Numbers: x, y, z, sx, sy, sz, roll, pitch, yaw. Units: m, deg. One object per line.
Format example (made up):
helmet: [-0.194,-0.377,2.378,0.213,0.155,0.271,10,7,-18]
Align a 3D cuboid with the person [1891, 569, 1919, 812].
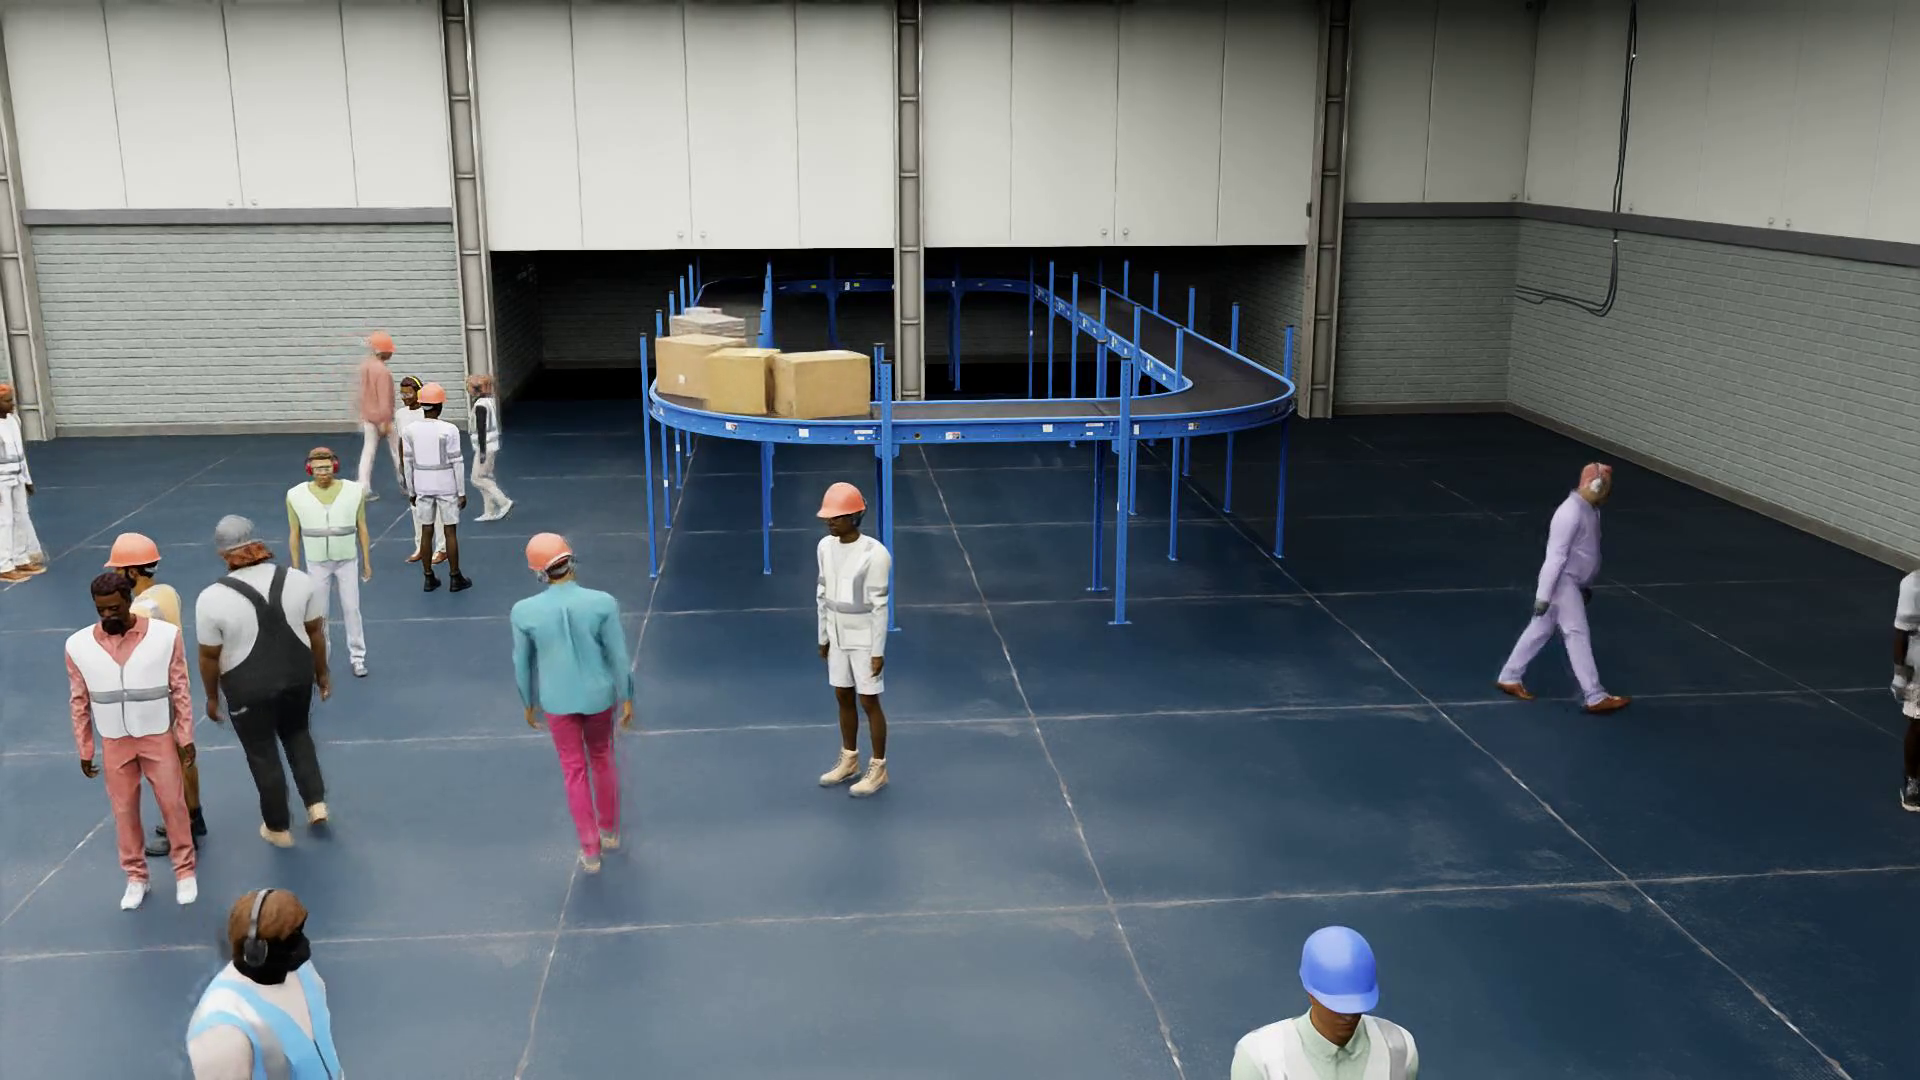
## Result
person: [6.064,0.776,10.281,0.641,1.923,0.474,1,14,6]

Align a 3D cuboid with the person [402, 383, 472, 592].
person: [-4.803,-0.481,15.289,0.551,1.934,0.373,1,14,5]

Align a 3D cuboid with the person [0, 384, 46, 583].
person: [-8.968,-0.543,15.648,0.343,1.878,0.586,1,14,4]

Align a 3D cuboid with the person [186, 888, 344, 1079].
person: [-2.326,2.012,5.545,0.594,1.824,0.638,1,14,6]

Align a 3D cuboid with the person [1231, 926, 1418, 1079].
person: [1.093,2.068,5.068,0.605,1.948,0.384,-3,14,-13]

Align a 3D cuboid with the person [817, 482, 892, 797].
person: [-0.707,0.631,10.657,0.607,2.039,0.399,12,19,41]

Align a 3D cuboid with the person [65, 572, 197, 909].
person: [-4.517,1.081,9.111,0.599,1.907,0.400,-4,15,-17]

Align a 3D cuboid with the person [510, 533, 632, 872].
person: [-2.251,0.914,9.678,0.644,1.950,0.725,-5,15,-19]

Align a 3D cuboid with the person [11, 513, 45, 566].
person: [-9.363,-0.576,15.937,0.655,1.800,0.936,13,19,41]

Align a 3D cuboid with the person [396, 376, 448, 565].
person: [-5.265,-0.675,16.236,0.504,1.861,0.329,4,15,17]

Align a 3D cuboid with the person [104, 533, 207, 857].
person: [-4.731,0.901,9.759,0.373,1.934,0.551,-2,14,-9]

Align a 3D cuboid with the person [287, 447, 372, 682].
person: [-4.865,0.170,12.889,0.573,1.839,0.389,-6,15,-23]

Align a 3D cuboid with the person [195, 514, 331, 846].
person: [-4.139,0.821,9.871,0.542,2.000,0.714,13,19,42]

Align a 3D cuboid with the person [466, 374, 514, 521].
person: [-5.111,-0.981,17.913,0.384,1.624,0.535,-3,14,-11]

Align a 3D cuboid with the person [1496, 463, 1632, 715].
person: [4.459,0.347,12.161,1.014,1.854,0.674,7,16,26]

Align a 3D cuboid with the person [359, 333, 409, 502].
person: [-6.564,-1.415,19.039,0.601,1.925,0.931,11,18,37]
